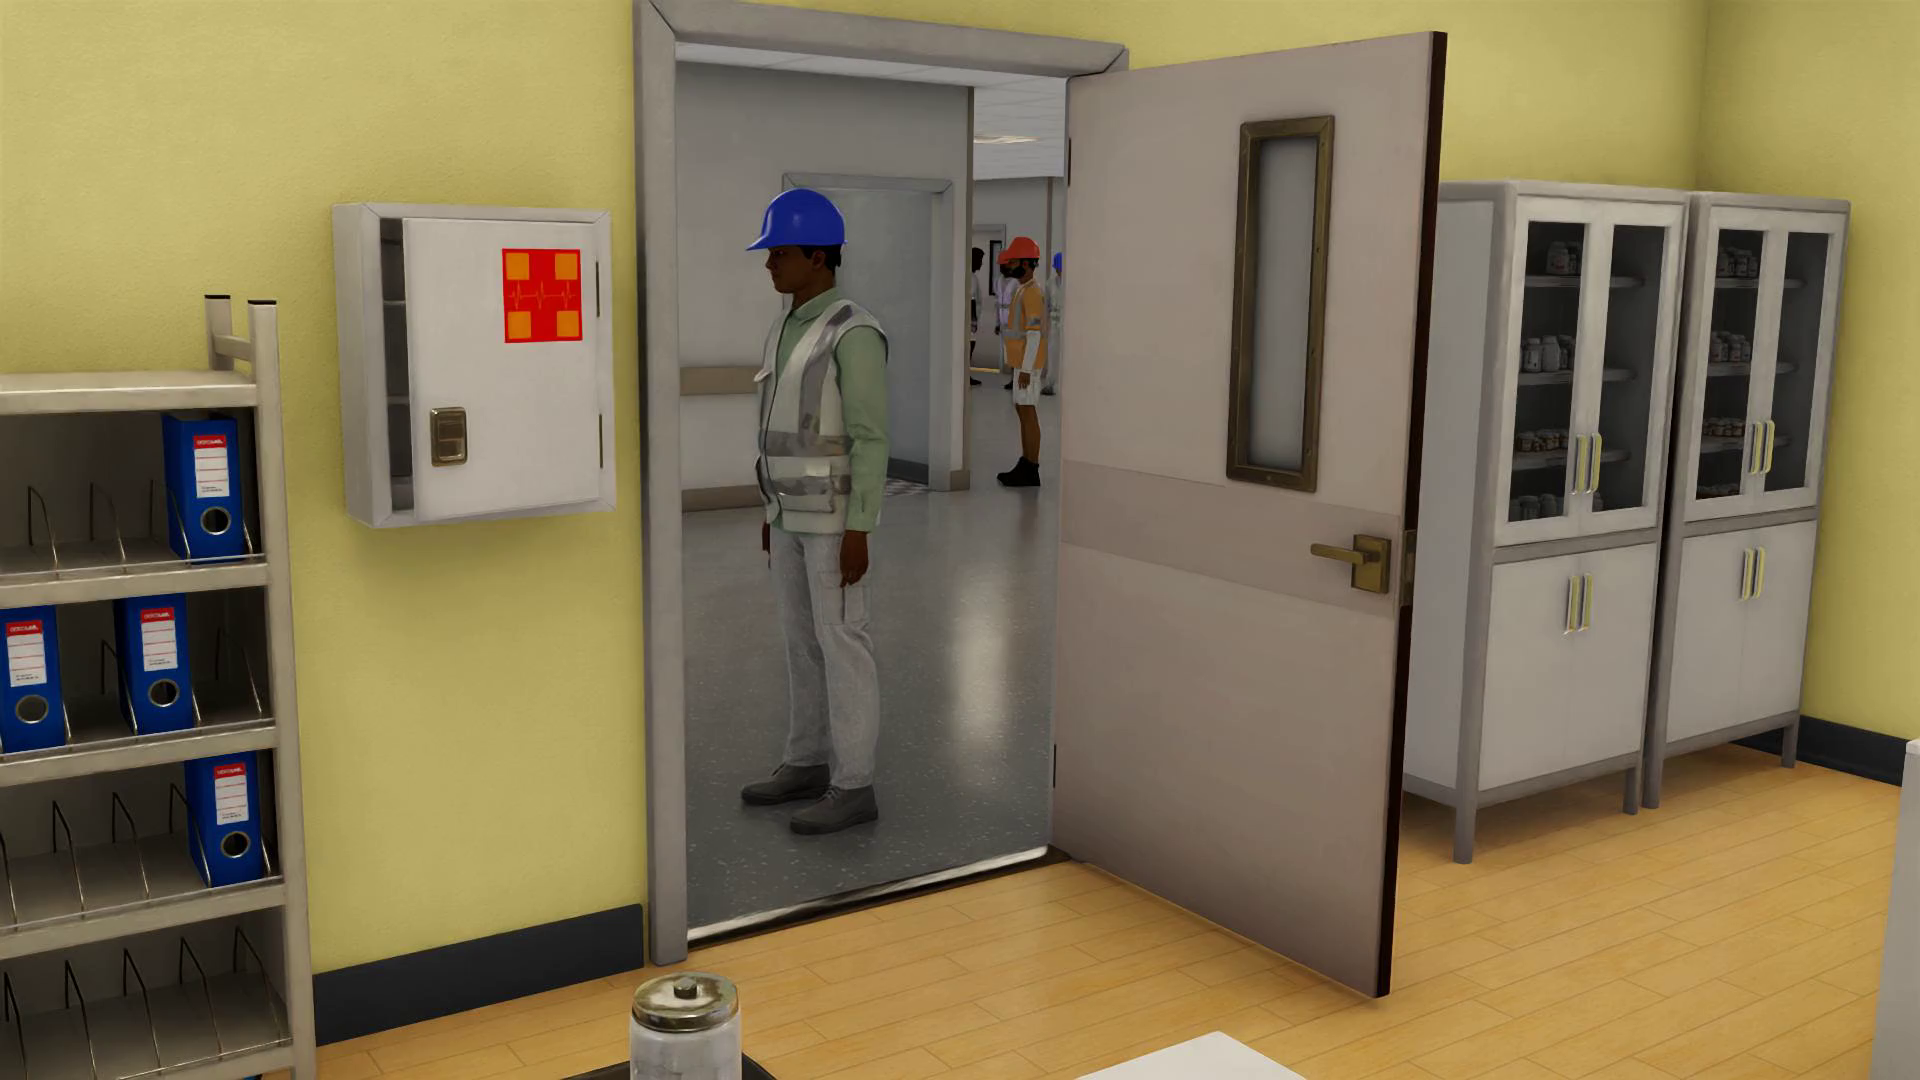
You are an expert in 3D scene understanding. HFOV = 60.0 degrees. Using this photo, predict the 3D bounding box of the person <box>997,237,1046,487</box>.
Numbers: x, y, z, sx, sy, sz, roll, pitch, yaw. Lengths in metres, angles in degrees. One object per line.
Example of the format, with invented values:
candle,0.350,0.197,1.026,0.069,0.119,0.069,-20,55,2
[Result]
person,0.487,-1.384,12.980,0.359,1.938,0.547,0,10,-5

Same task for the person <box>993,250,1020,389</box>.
person,0.687,-2.997,22.766,0.561,1.903,0.552,-8,13,-41

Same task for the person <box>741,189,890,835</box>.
person,-0.449,-0.082,5.093,0.404,1.945,0.615,-5,11,-33
